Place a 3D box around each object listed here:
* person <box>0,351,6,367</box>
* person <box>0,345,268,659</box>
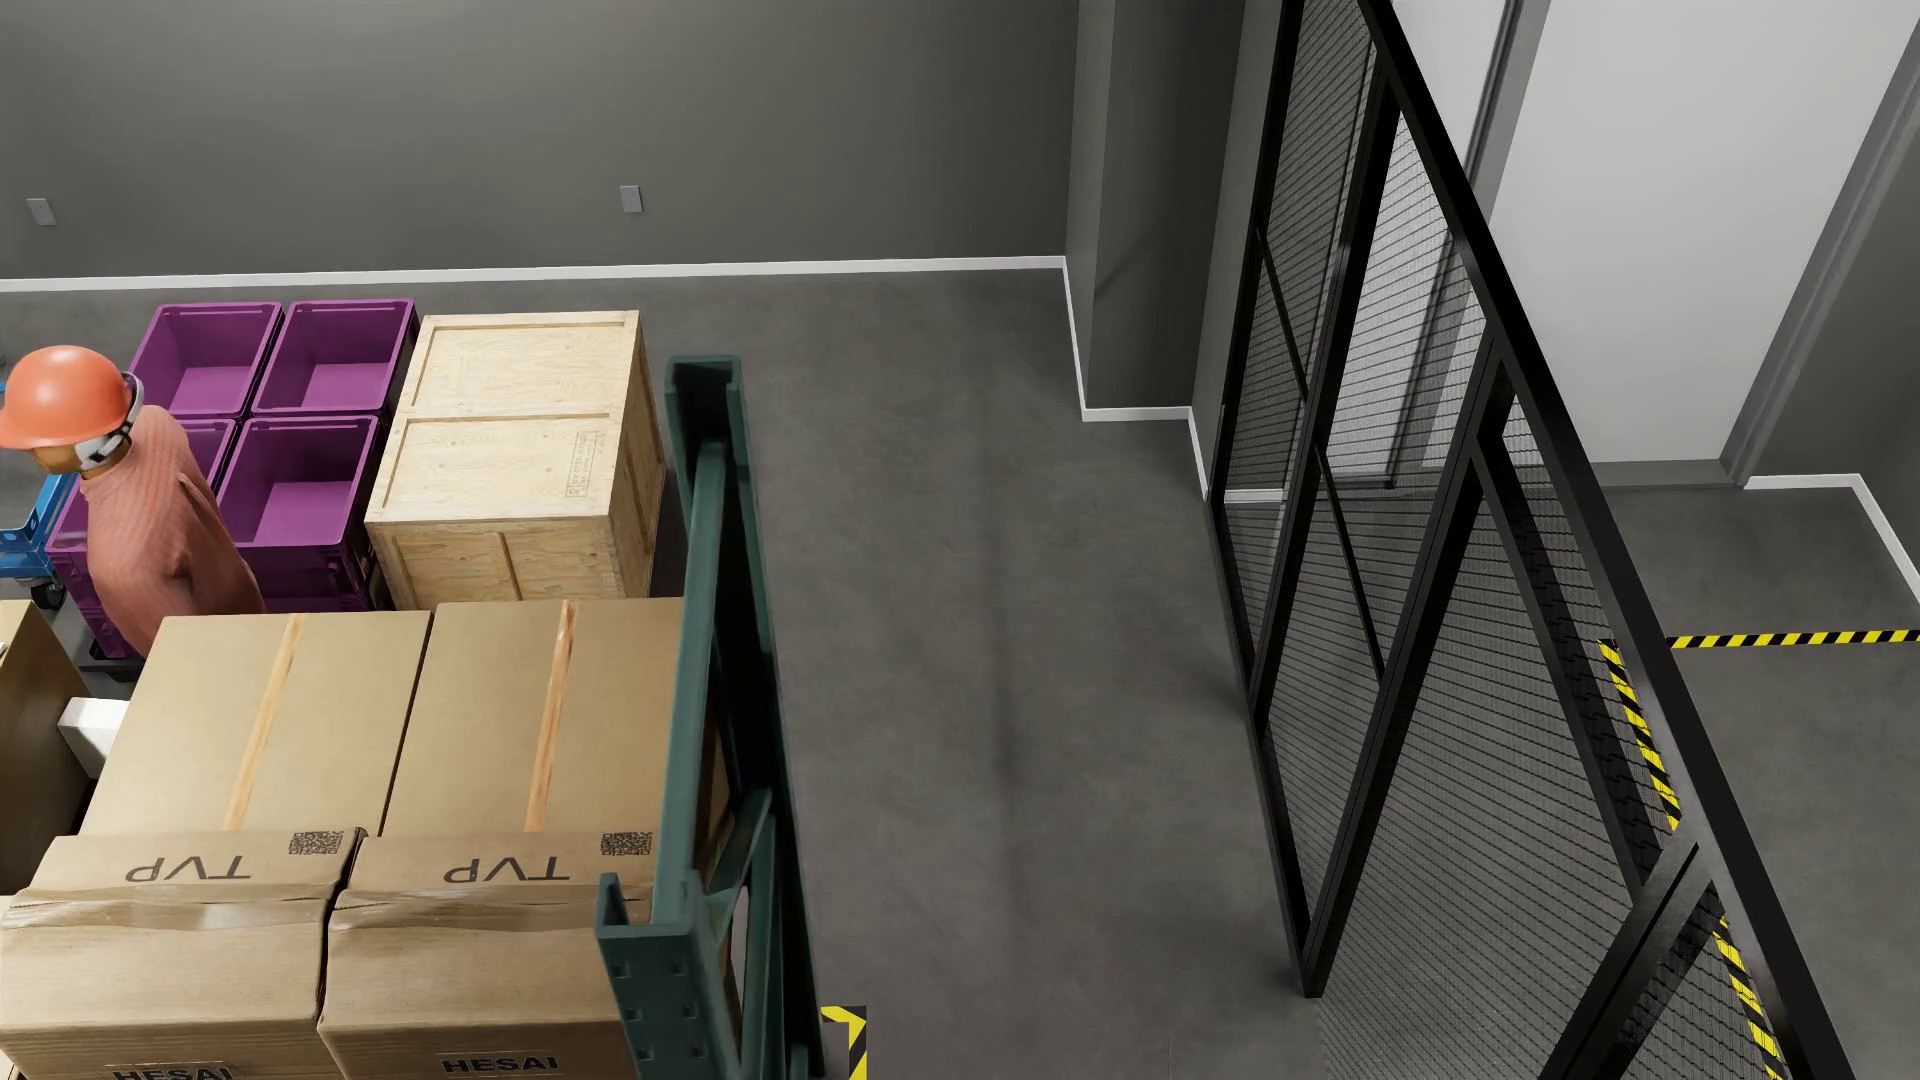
[{"bbox_3d":[-4.034,-1.264,5.964,0.368,1.939,0.633,-3,46,-3],"label":"person"},{"bbox_3d":[-2.042,0.264,4.465,0.379,1.997,0.612,-10,47,-10],"label":"person"}]
